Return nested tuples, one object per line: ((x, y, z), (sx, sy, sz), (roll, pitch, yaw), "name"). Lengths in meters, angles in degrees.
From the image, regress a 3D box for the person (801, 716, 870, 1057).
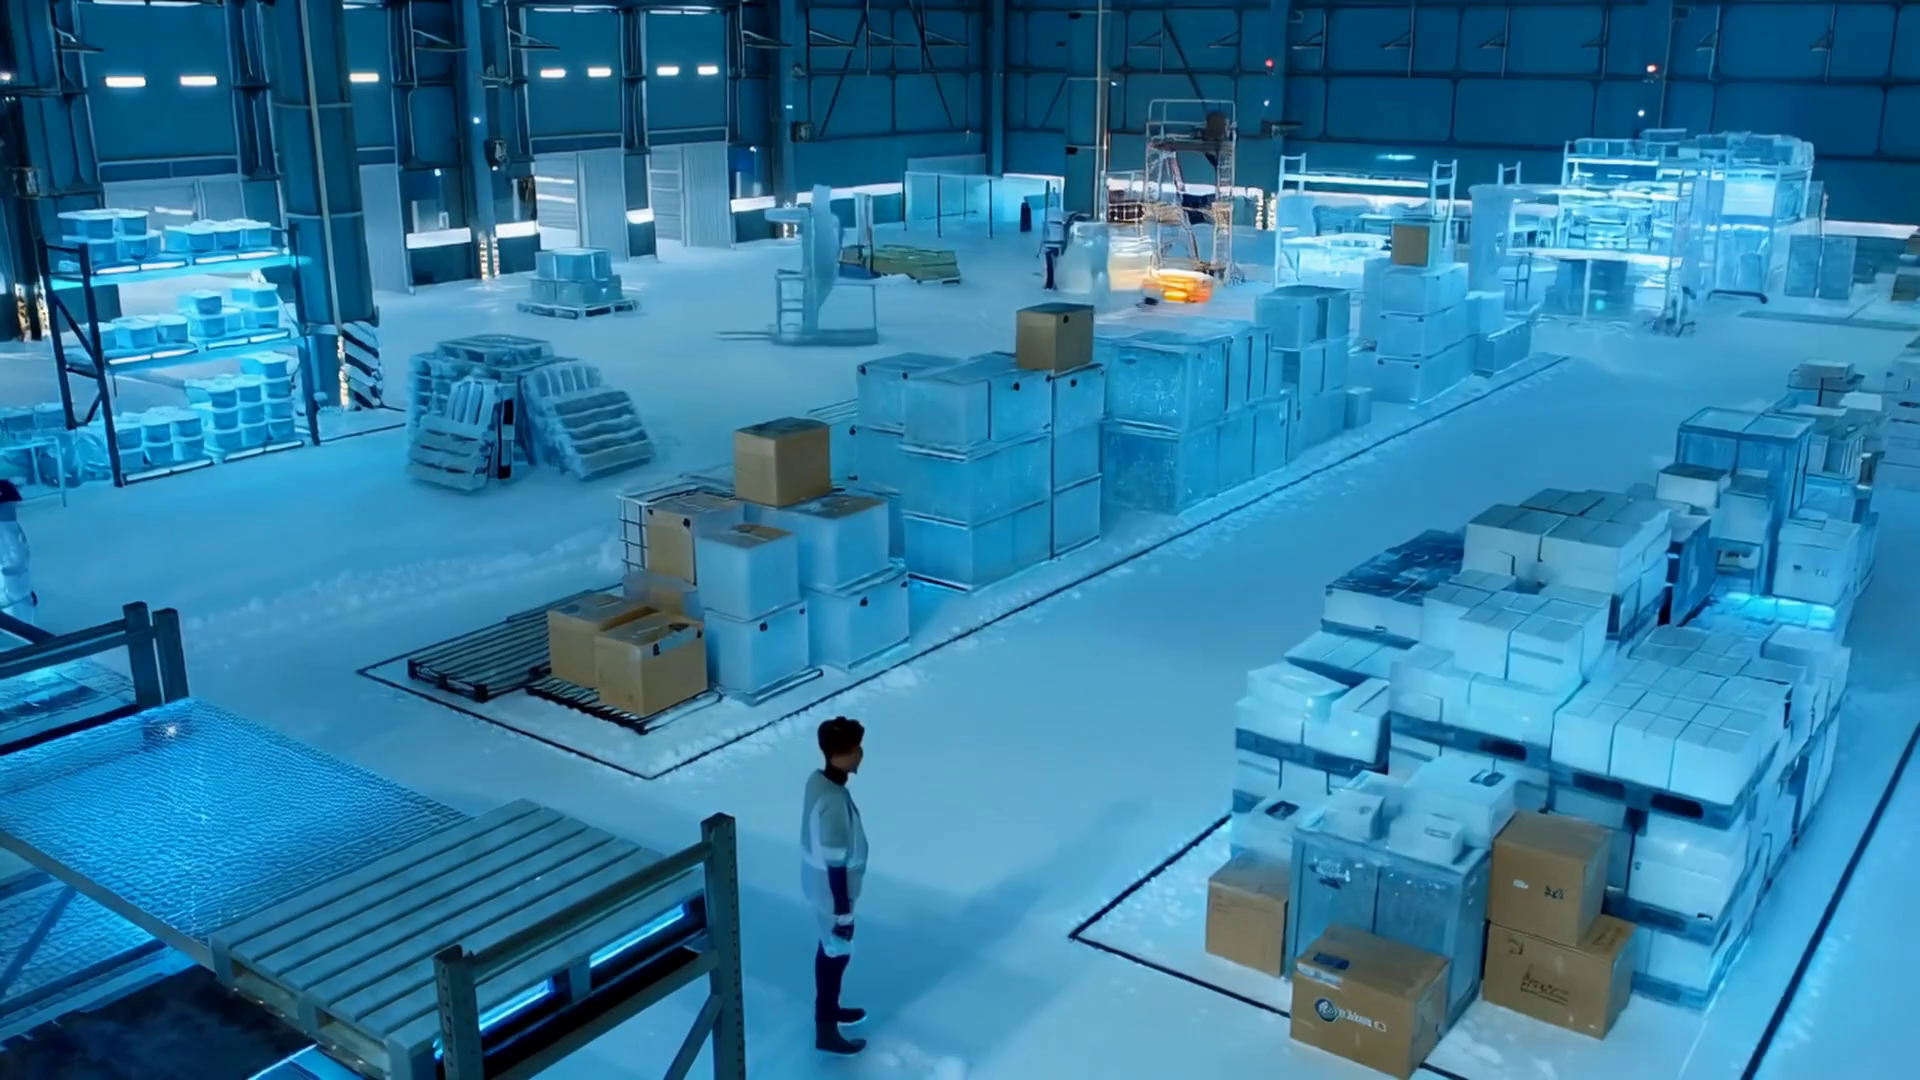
((-0.677, 1.887, 9.092), (0.372, 1.960, 0.610), (-3, 17, -11), "person")

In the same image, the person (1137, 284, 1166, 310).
((2.872, -2.948, 25.263), (0.939, 1.875, 0.604), (-4, 17, -12), "person")

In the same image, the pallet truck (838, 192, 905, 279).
((-1.936, -7.159, 38.982), (1.885, 1.965, 0.823), (-12, 21, -34), "pallet truck")

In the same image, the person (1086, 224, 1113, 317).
((2.851, -5.296, 32.954), (0.792, 1.909, 0.667), (9, 19, 27), "person")

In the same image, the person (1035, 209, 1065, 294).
((1.978, -6.367, 36.629), (0.599, 1.829, 0.987), (-7, 18, -23), "person")

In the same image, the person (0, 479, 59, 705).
((-7.942, 0.429, 13.971), (0.362, 1.930, 0.587), (-3, 17, -11), "person")

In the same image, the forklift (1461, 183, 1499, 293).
((9.679, -5.228, 31.084), (1.873, 2.768, 1.129), (9, 19, 29), "forklift")

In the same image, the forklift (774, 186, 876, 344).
((-2.491, -5.063, 30.538), (1.873, 2.768, 1.129), (-1, 17, -3), "forklift")

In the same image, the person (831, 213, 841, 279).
((-3.037, -6.748, 38.329), (0.525, 1.606, 0.800), (-14, 22, -38), "person")
